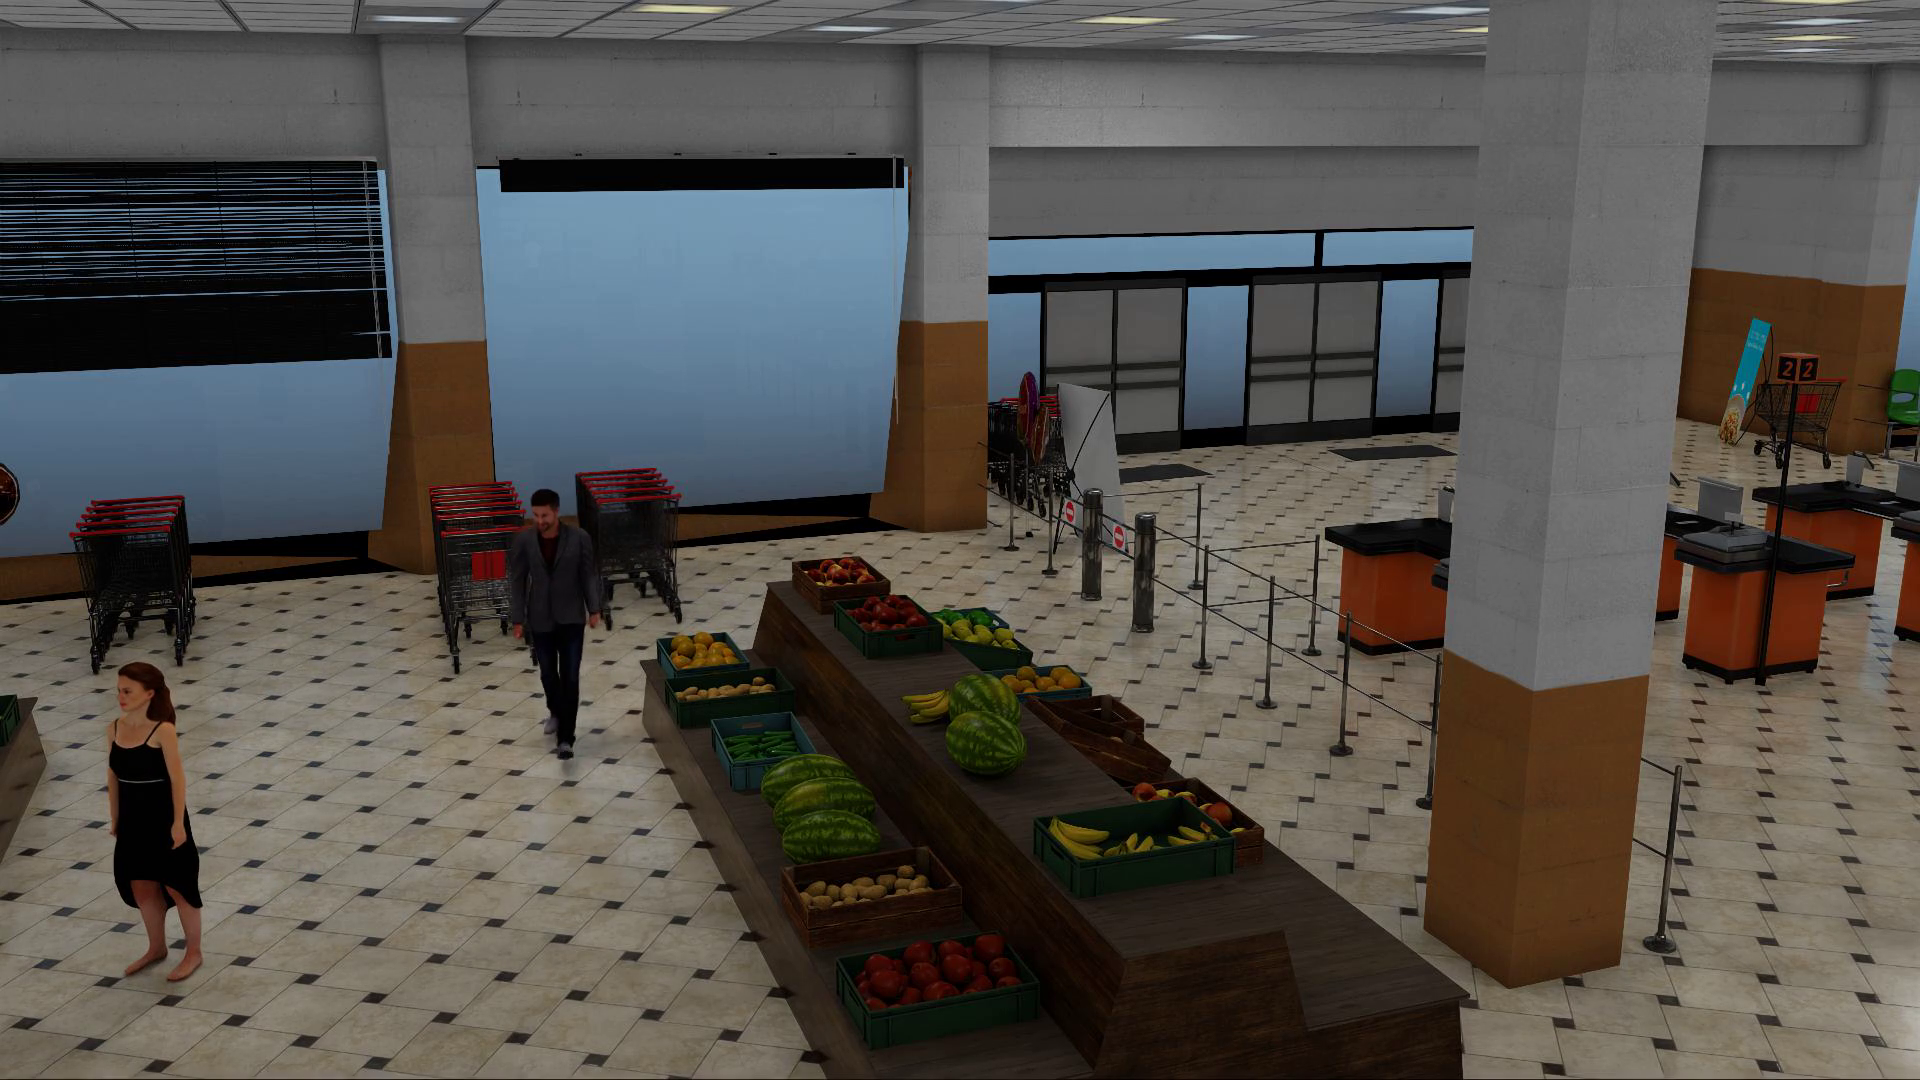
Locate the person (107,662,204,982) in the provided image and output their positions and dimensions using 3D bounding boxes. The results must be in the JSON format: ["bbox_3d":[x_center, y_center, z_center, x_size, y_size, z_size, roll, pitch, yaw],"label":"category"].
[{"bbox_3d":[-3.990,1.384,8.245,0.683,1.624,0.727,4,14,16],"label":"person"}]

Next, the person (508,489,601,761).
[{"bbox_3d":[-2.736,0.543,11.330,0.965,1.803,1.295,-1,14,-3],"label":"person"}]
